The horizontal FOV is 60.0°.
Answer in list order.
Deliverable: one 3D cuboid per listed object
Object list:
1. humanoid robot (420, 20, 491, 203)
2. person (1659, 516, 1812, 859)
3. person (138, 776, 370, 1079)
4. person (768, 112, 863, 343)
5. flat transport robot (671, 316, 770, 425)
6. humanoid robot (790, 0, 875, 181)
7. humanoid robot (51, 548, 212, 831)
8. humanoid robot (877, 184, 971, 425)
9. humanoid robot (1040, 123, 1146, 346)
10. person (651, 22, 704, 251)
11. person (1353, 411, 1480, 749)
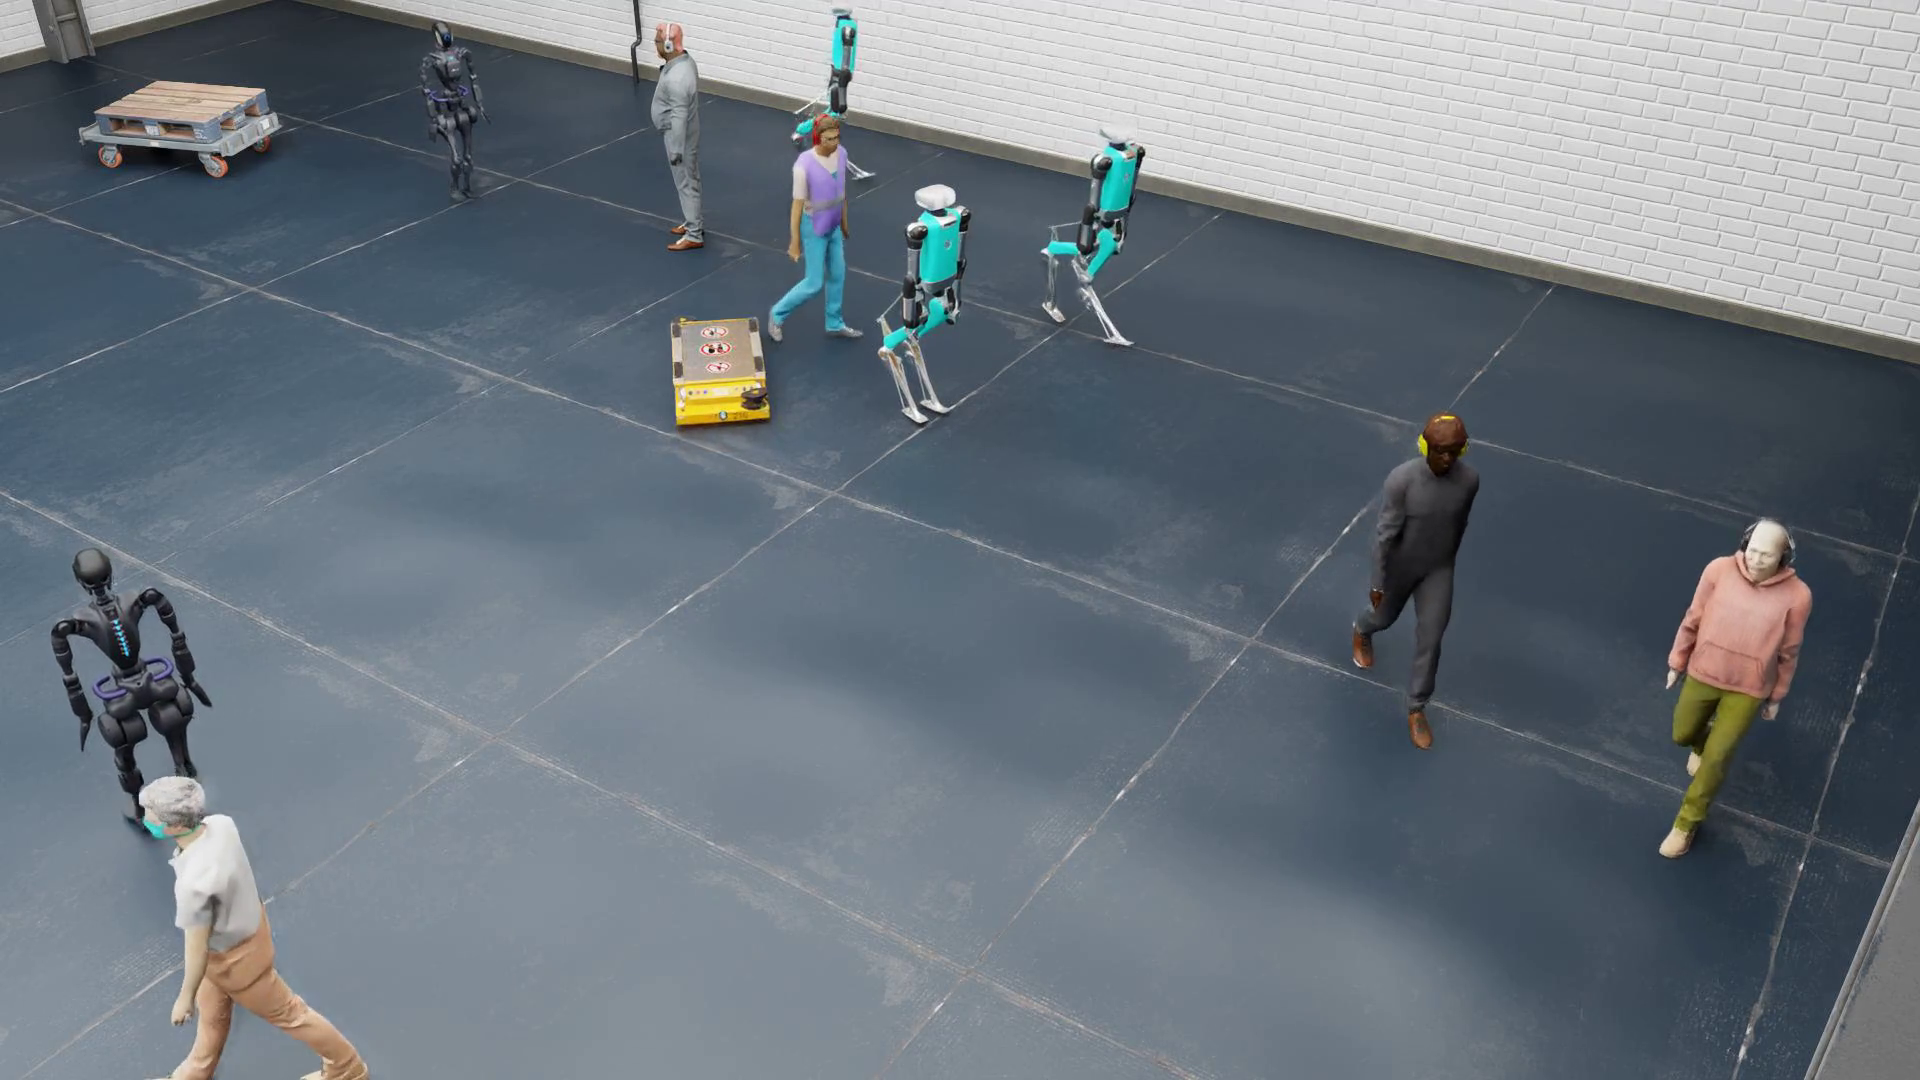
[{"bbox_3d":[-4.542,-3.858,14.964,0.348,1.645,0.605,27,41,35],"label":"humanoid robot"},{"bbox_3d":[3.649,0.619,7.869,0.535,1.815,0.732,23,39,31],"label":"person"},{"bbox_3d":[-2.880,1.604,6.433,0.907,1.697,0.480,-10,34,-15],"label":"person"},{"bbox_3d":[-1.132,-2.324,12.446,0.645,1.816,0.616,13,35,20],"label":"person"},{"bbox_3d":[-1.778,-1.275,12.240,0.659,0.231,1.431,-5,33,-8],"label":"flat transport robot"},{"bbox_3d":[-1.252,-4.021,15.162,0.911,1.763,0.531,-5,33,-7],"label":"humanoid robot"},{"bbox_3d":[-3.881,0.729,7.829,0.589,1.638,0.613,-26,41,-34],"label":"humanoid robot"},{"bbox_3d":[-0.306,-1.646,11.399,0.530,1.728,0.707,-28,42,-36],"label":"humanoid robot"},{"bbox_3d":[0.941,-2.340,12.597,1.062,1.758,0.559,27,42,35],"label":"humanoid robot"},{"bbox_3d":[-2.379,-3.402,14.038,0.413,1.907,0.648,-2,33,-2],"label":"person"},{"bbox_3d":[2.351,0.090,8.678,0.512,1.835,0.912,-1,33,-2],"label":"person"}]
